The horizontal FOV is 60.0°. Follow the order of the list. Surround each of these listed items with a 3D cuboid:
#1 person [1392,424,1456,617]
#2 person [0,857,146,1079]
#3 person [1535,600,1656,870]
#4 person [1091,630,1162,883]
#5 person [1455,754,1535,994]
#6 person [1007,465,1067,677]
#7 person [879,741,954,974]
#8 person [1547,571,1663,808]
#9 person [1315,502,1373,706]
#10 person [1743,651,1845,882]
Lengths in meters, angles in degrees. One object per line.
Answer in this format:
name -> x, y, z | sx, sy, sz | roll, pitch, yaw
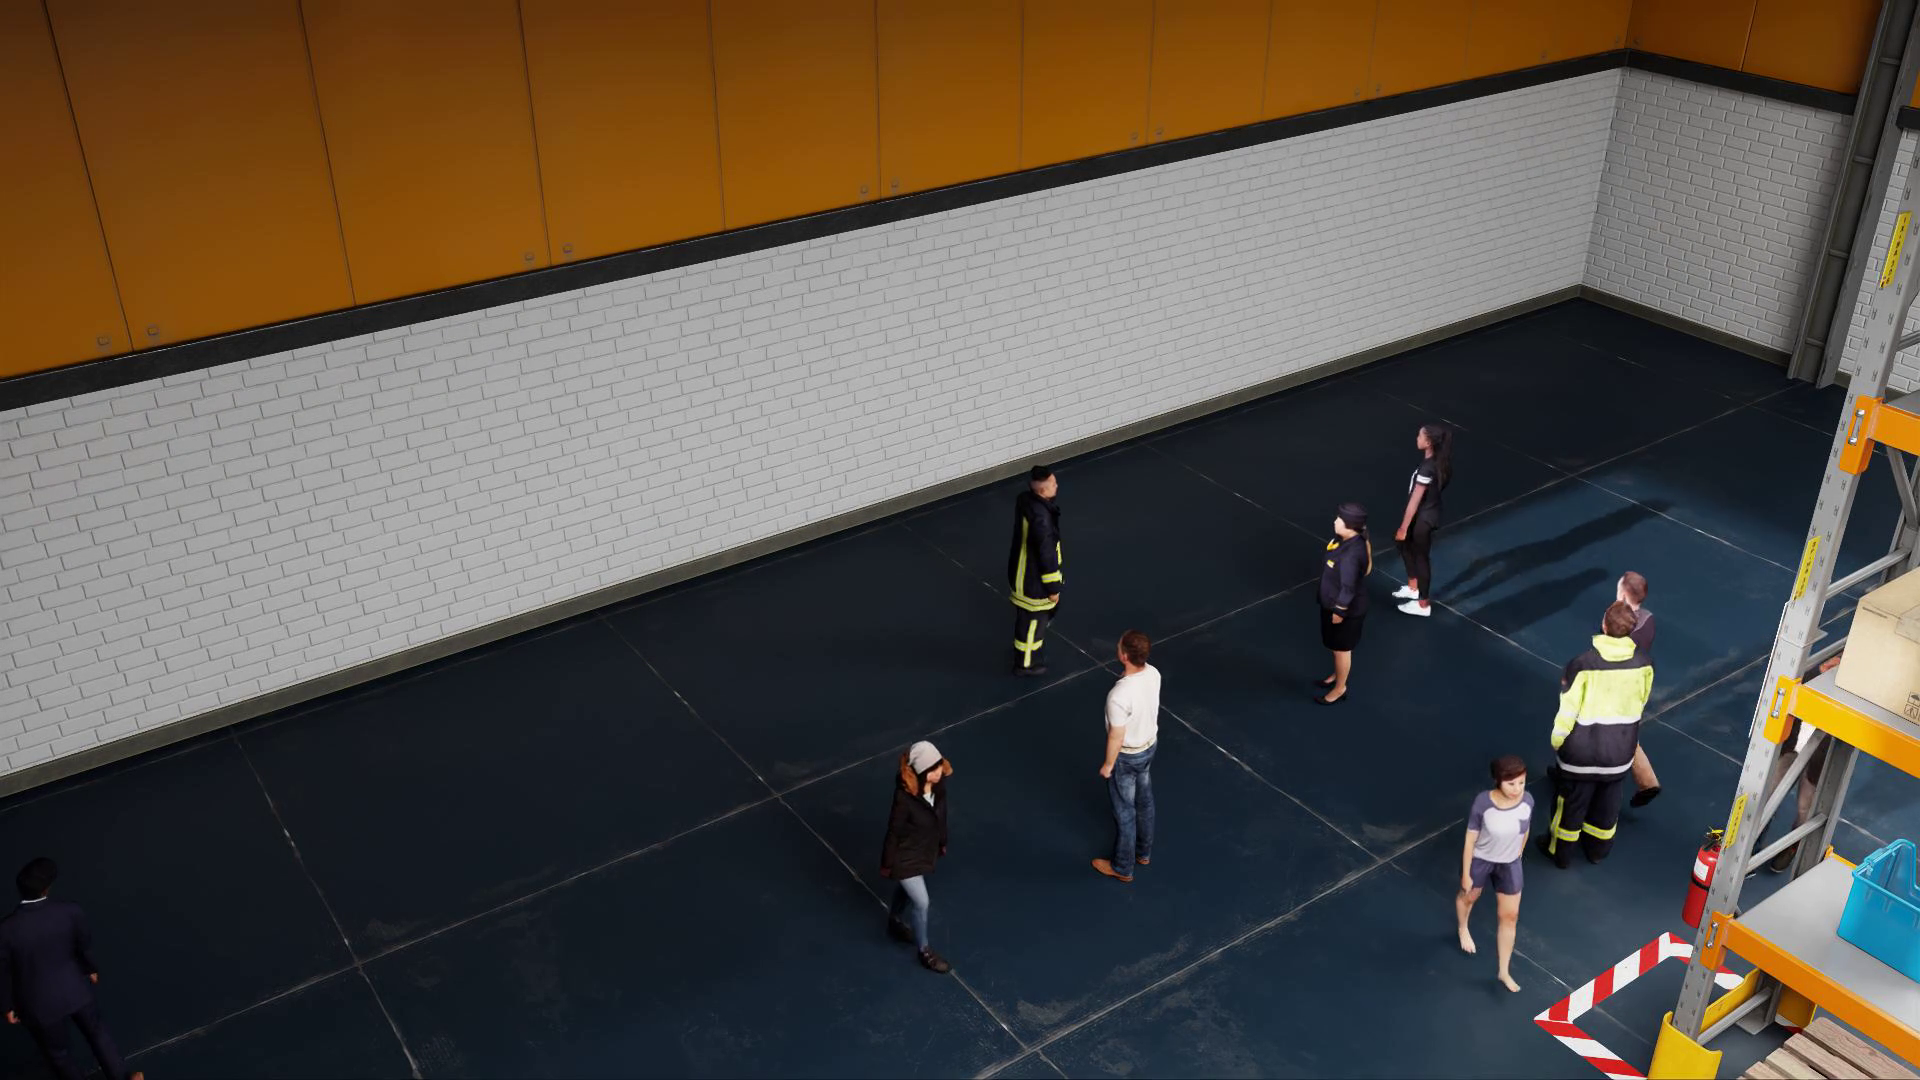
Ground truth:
person -> 3.909, -0.137, 13.734 | 0.790, 1.719, 0.754 | 12, 31, 20
person -> -4.902, 2.482, 8.952 | 0.719, 1.699, 0.773 | 11, 31, 20
person -> 4.156, 1.276, 10.867 | 0.868, 1.983, 0.845 | -3, 29, -5
person -> 1.121, 1.390, 10.791 | 0.667, 1.856, 0.718 | 22, 35, 34
person -> 3.228, 1.912, 10.166 | 0.847, 1.537, 0.983 | -2, 29, -3
person -> 0.508, 0.233, 12.913 | 0.943, 1.854, 0.810 | -6, 29, -11
person -> -0.332, 1.879, 10.152 | 0.895, 1.609, 0.775 | 20, 34, 32
person -> 4.548, 1.071, 11.417 | 0.705, 1.817, 1.014 | -17, 33, -28
person -> 2.916, 0.489, 12.636 | 0.857, 1.671, 0.805 | 6, 29, 11
person -> 5.535, 1.427, 10.803 | 0.794, 1.780, 0.865 | -23, 36, -36
